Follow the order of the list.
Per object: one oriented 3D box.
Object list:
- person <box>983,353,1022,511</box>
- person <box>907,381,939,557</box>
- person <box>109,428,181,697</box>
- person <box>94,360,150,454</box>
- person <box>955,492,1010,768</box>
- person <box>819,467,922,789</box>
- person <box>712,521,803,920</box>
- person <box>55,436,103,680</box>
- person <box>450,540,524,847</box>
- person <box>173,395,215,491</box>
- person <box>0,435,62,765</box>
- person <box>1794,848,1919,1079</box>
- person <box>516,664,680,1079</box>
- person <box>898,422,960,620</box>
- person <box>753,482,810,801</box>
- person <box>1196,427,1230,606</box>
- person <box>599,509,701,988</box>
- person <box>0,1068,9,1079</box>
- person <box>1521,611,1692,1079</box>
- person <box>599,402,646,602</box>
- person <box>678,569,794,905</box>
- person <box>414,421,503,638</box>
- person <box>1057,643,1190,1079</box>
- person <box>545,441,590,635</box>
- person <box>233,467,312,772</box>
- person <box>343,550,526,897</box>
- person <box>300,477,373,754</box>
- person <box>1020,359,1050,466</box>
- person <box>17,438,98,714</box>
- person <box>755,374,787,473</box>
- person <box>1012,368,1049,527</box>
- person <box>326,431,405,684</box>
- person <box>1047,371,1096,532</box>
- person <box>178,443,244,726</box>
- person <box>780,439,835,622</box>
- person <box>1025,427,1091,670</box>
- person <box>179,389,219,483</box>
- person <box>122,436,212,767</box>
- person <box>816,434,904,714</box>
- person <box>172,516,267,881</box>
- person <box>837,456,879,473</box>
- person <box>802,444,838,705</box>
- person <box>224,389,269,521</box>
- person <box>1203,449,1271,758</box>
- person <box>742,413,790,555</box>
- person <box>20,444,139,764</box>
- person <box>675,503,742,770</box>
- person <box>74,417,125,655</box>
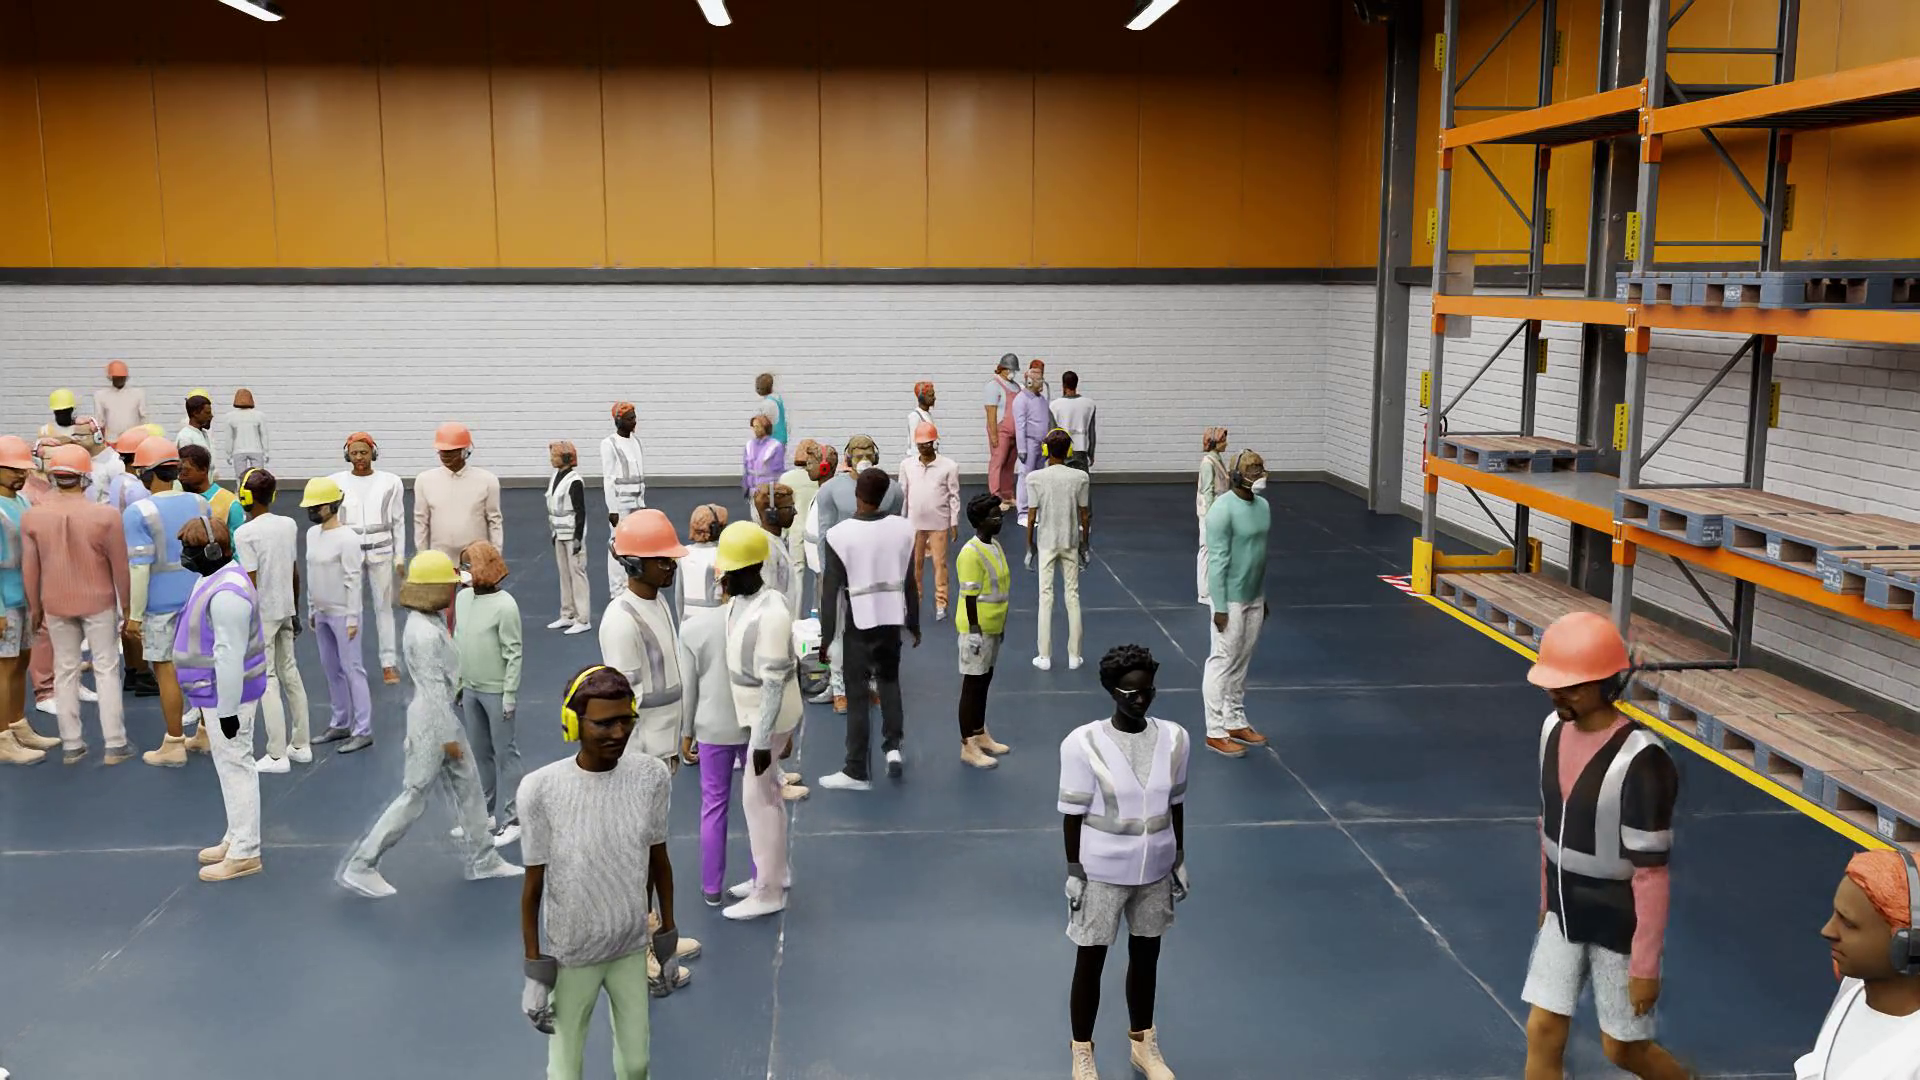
[{"bbox_3d":[0.634,-1.411,21.518,0.535,2.000,0.674,6,11,33],"label":"person"},{"bbox_3d":[-0.391,-0.771,17.992,0.355,1.883,0.574,2,9,12],"label":"person"},{"bbox_3d":[-5.897,0.156,12.006,0.373,1.934,0.551,-8,12,-41],"label":"person"},{"bbox_3d":[-10.431,-1.255,20.721,0.647,1.979,0.421,-4,10,-24],"label":"person"},{"bbox_3d":[0.146,0.545,10.312,0.319,1.697,0.533,3,10,18],"label":"person"},{"bbox_3d":[-0.505,0.520,9.847,0.717,1.890,0.413,-5,11,-31],"label":"person"},{"bbox_3d":[-0.969,0.830,7.866,0.439,1.908,0.629,-3,10,-20],"label":"person"},{"bbox_3d":[-6.646,0.134,12.481,0.358,1.835,0.516,3,10,18],"label":"person"},{"bbox_3d":[-2.525,0.808,8.859,0.500,1.633,0.281,7,11,36],"label":"person"},{"bbox_3d":[-7.165,-0.403,15.611,0.384,1.910,0.596,-1,9,-8],"label":"person"},{"bbox_3d":[-5.879,0.365,10.366,0.395,2.040,0.609,-1,9,-8],"label":"person"},{"bbox_3d":[1.873,1.547,3.444,0.356,1.882,0.573,1,9,9],"label":"person"},{"bbox_3d":[-1.111,1.289,5.150,0.515,1.862,0.324,-6,11,-32],"label":"person"},{"bbox_3d":[-0.287,-0.165,14.593,0.574,1.749,0.337,2,9,14],"label":"person"},{"bbox_3d":[-1.073,0.579,9.633,0.345,1.847,0.504,-2,9,-12],"label":"person"},{"bbox_3d":[2.323,-0.220,15.294,0.309,1.641,0.514,3,9,16],"label":"person"},{"bbox_3d":[-1.321,0.879,7.131,0.375,2.043,0.611,0,9,2],"label":"person"},{"bbox_3d":[-3.767,1.142,6.023,0.316,1.870,0.531,3,9,17],"label":"person"},{"bbox_3d":[2.105,1.198,5.328,0.953,2.002,0.643,-3,10,-19],"label":"person"},{"bbox_3d":[-3.033,-0.313,15.120,0.355,1.883,0.575,3,10,18],"label":"person"},{"bbox_3d":[-1.071,0.891,8.010,0.573,1.741,0.355,-1,9,-9],"label":"person"},{"bbox_3d":[-3.592,0.138,11.944,0.612,1.991,0.392,-2,9,-9],"label":"person"},{"bbox_3d":[0.608,1.212,6.124,0.533,1.697,0.318,-4,10,-22],"label":"person"},{"bbox_3d":[-3.313,-0.024,14.064,0.315,1.640,0.514,-7,11,-36],"label":"person"},{"bbox_3d":[-4.217,0.487,10.139,0.310,1.868,0.533,3,9,17],"label":"person"},{"bbox_3d":[-2.615,0.895,8.121,0.843,1.718,0.484,-2,9,-13],"label":"person"},{"bbox_3d":[-3.999,0.471,10.588,0.527,1.760,0.334,7,11,37],"label":"person"},{"bbox_3d":[1.036,-1.541,22.855,0.586,1.879,0.357,-8,12,-42],"label":"person"},{"bbox_3d":[-6.275,0.239,11.573,0.407,1.910,0.638,1,9,6],"label":"person"},{"bbox_3d":[-2.325,-1.180,20.837,0.339,1.815,0.678,2,9,14],"label":"person"},{"bbox_3d":[0.893,-1.120,20.097,0.411,1.913,0.643,5,10,30],"label":"person"},{"bbox_3d":[-4.382,0.141,12.268,0.575,1.882,0.355,-3,10,-20],"label":"person"},{"bbox_3d":[1.310,-1.025,19.522,0.598,1.910,0.383,-2,9,-12],"label":"person"},{"bbox_3d":[-5.027,0.304,11.137,0.596,1.916,0.372,3,9,18],"label":"person"},{"bbox_3d":[-1.303,-0.059,14.336,0.501,1.627,0.278,-1,9,-3],"label":"person"},{"bbox_3d":[0.752,0.068,12.769,0.507,1.872,0.329,-1,9,-4],"label":"person"},{"bbox_3d":[-8.457,-0.797,18.536,0.523,1.763,0.329,5,10,29],"label":"person"},{"bbox_3d":[-4.897,0.378,10.276,0.382,2.041,0.616,4,10,21],"label":"person"},{"bbox_3d":[-0.678,0.231,11.531,0.629,1.940,0.373,-3,10,-20],"label":"person"},{"bbox_3d":[-3.724,0.785,8.396,0.429,1.837,0.624,-5,10,-27],"label":"person"},{"bbox_3d":[-0.746,0.191,12.353,0.324,1.752,0.562,-1,9,-4],"label":"person"},{"bbox_3d":[-0.924,0.235,11.788,0.378,1.844,0.569,-2,9,-12],"label":"person"},{"bbox_3d":[-8.784,-1.048,20.508,0.498,1.634,0.279,-3,10,-20],"label":"person"},{"bbox_3d":[1.774,0.385,10.557,0.379,1.940,0.629,7,12,39],"label":"person"},{"bbox_3d":[-1.973,-0.490,17.044,0.528,1.629,0.420,7,11,36],"label":"person"},{"bbox_3d":[-5.436,0.399,10.308,0.620,1.991,0.400,-2,9,-10],"label":"person"},{"bbox_3d":[-1.536,0.596,10.171,0.517,1.639,0.313,8,12,40],"label":"person"},{"bbox_3d":[-6.875,-0.029,13.260,0.642,1.908,0.407,4,10,23],"label":"person"}]
